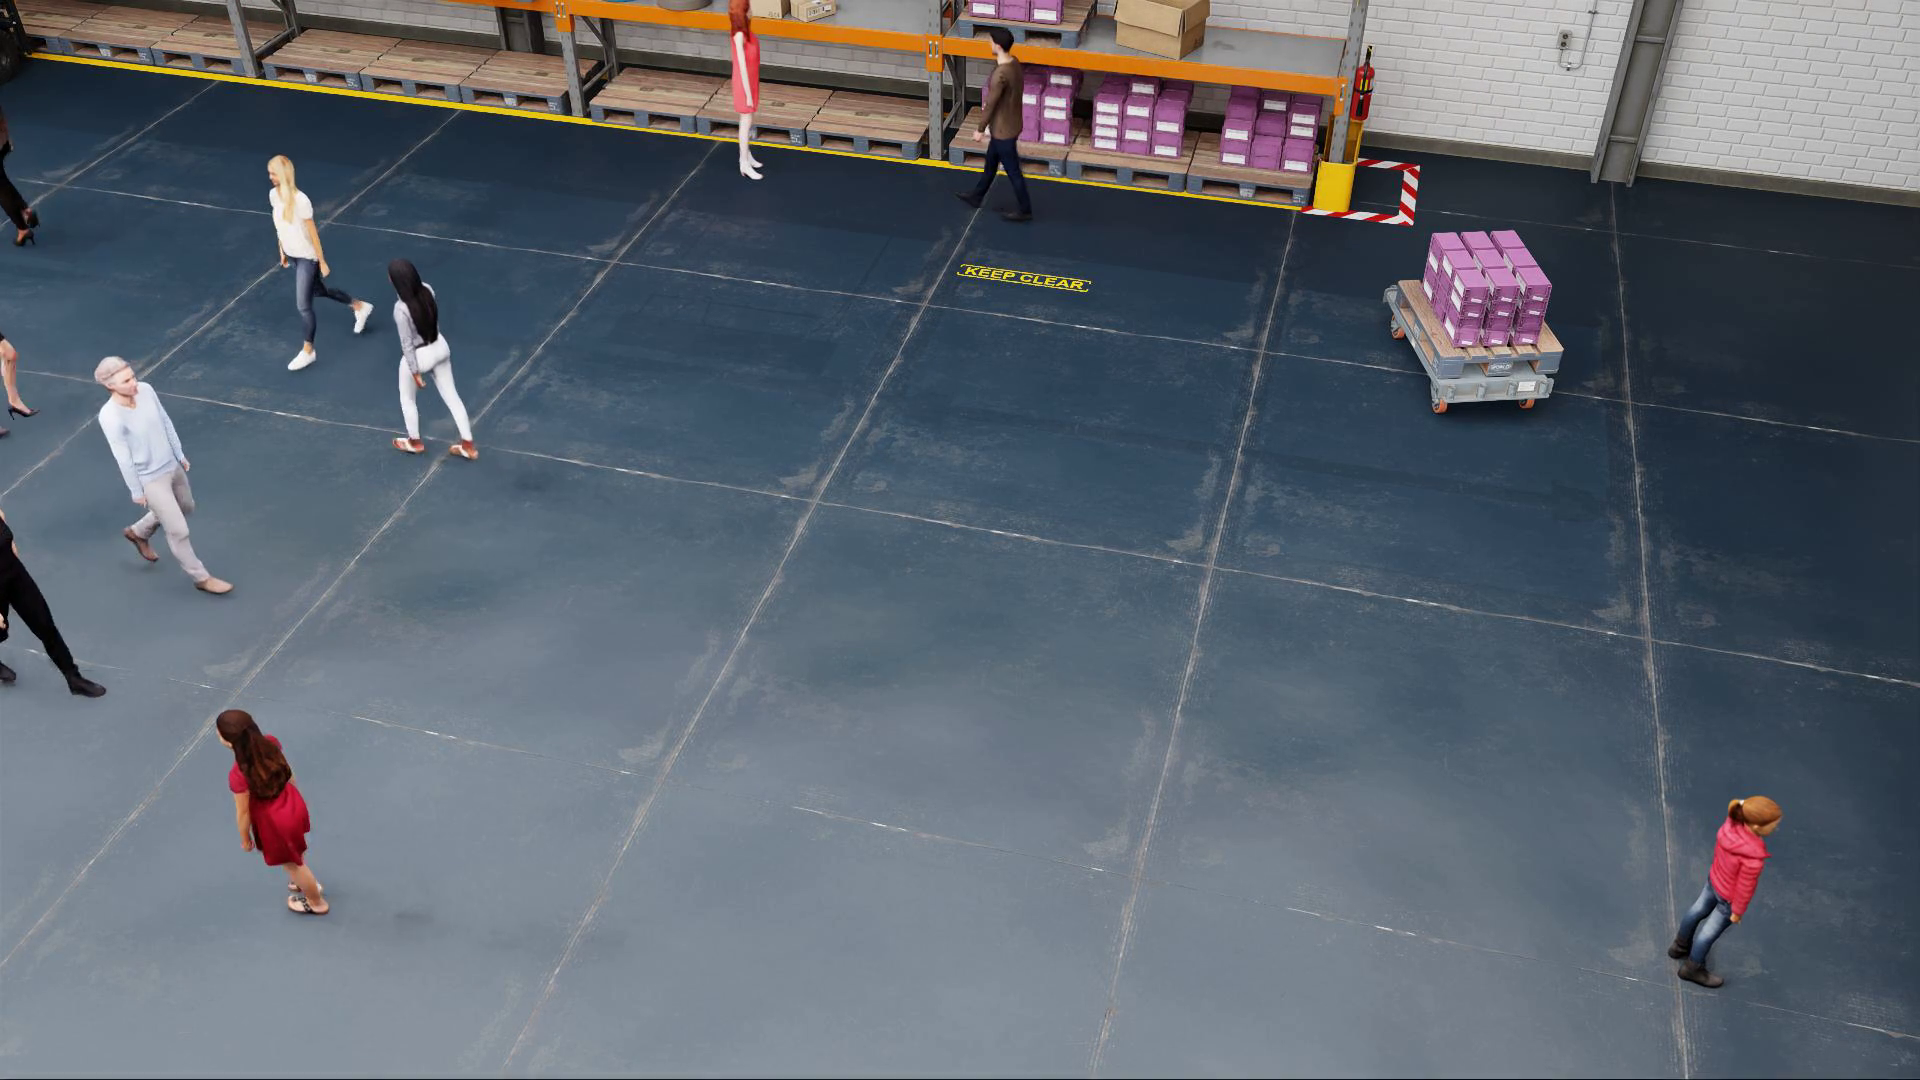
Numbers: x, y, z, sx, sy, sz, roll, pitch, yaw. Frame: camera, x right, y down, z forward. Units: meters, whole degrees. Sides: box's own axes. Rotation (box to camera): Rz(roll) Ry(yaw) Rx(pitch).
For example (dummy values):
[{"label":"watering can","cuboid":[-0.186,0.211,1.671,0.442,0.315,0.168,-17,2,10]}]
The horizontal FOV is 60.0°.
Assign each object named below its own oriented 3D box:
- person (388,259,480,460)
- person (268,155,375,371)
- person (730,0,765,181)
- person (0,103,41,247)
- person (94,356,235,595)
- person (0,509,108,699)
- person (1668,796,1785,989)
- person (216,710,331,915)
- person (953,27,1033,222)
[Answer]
[{"label":"person","cuboid":[-3.927,-1.322,12.492,0.964,1.699,0.742,19,42,22]},{"label":"person","cuboid":[-5.322,-2.341,13.708,1.178,1.775,0.981,26,45,29]},{"label":"person","cuboid":[-2.106,-4.451,16.309,0.620,1.826,0.662,-2,39,-2]},{"label":"person","cuboid":[-8.745,-3.522,15.143,0.710,1.830,0.704,2,39,3]},{"label":"person","cuboid":[-5.525,-0.449,11.260,1.092,1.874,0.682,8,39,10]},{"label":"person","cuboid":[-6.095,0.328,10.468,1.158,1.647,0.631,11,40,13]},{"label":"person","cuboid":[4.063,1.845,8.836,0.535,1.315,0.548,1,39,2]},{"label":"person","cuboid":[-3.669,1.511,9.069,0.615,1.544,0.545,9,40,12]},{"label":"person","cuboid":[0.508,-3.818,15.500,1.022,1.848,0.642,9,39,11]}]
